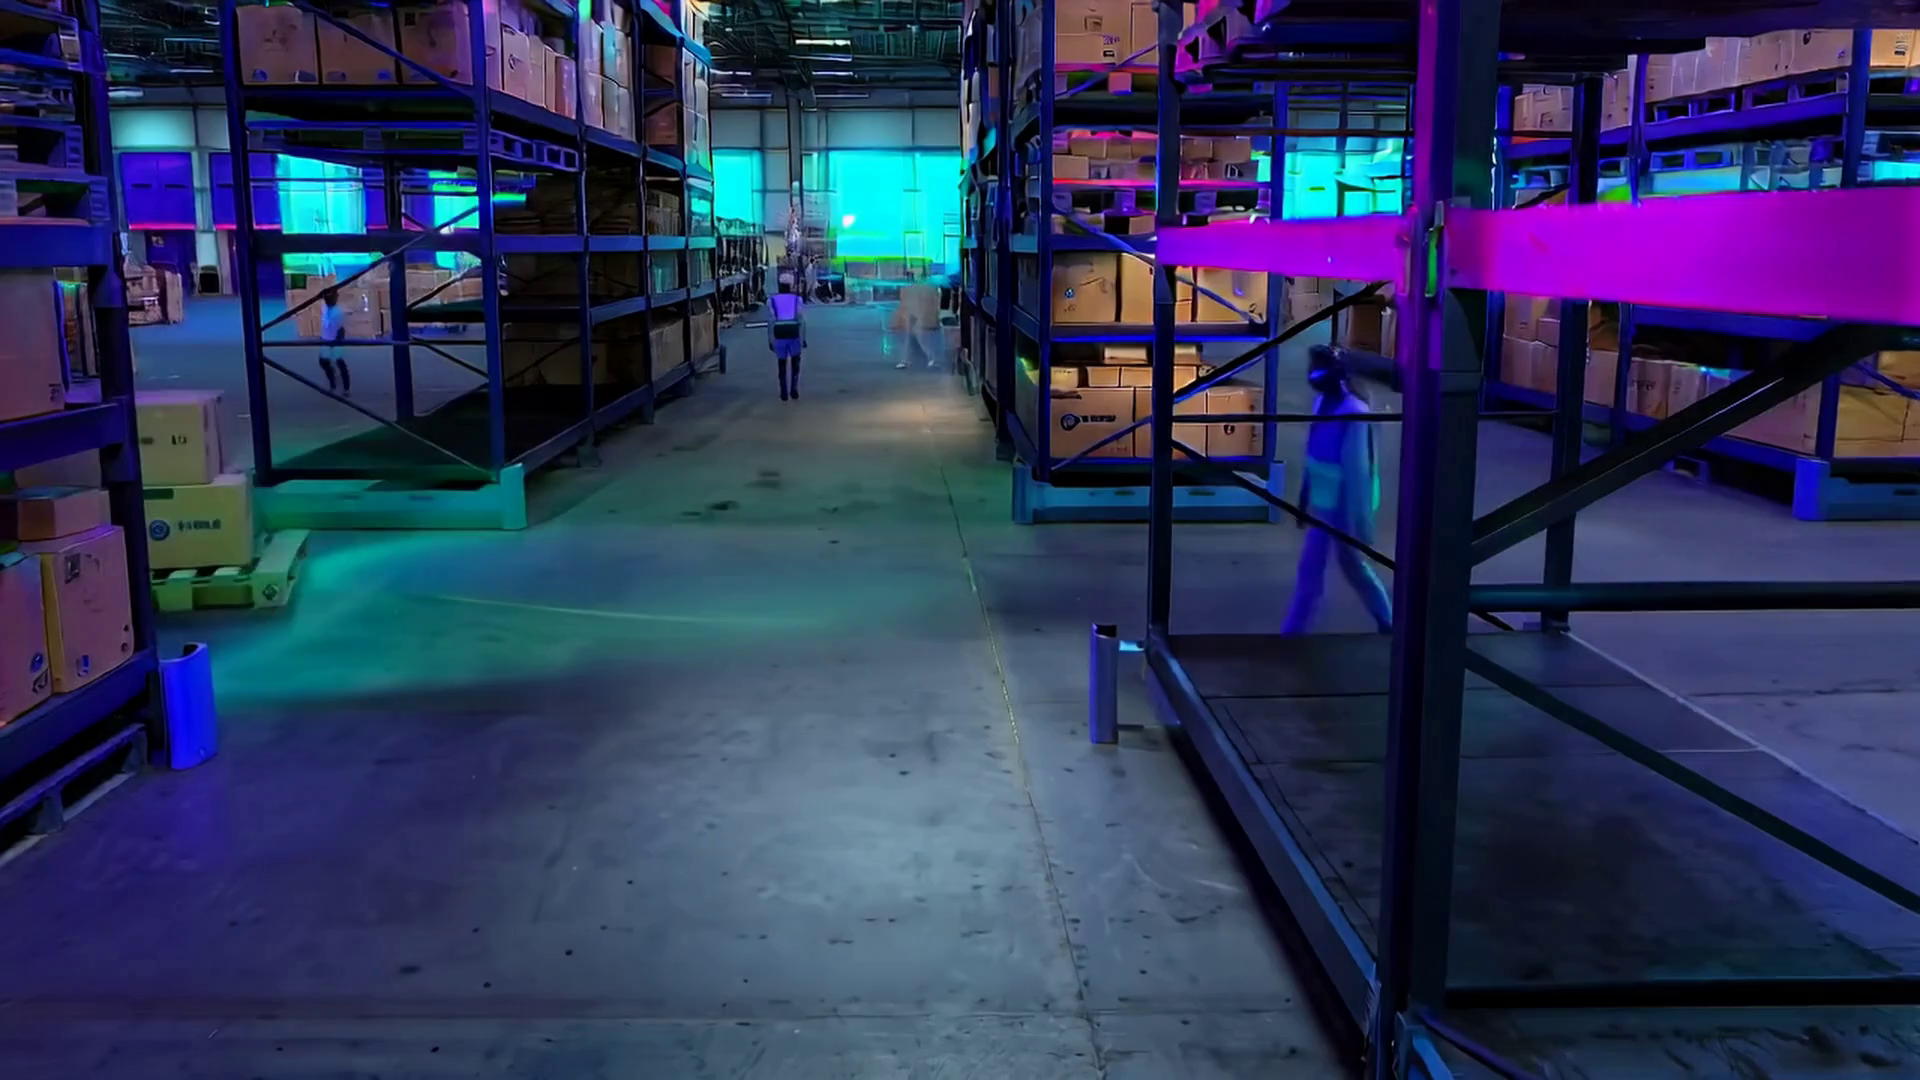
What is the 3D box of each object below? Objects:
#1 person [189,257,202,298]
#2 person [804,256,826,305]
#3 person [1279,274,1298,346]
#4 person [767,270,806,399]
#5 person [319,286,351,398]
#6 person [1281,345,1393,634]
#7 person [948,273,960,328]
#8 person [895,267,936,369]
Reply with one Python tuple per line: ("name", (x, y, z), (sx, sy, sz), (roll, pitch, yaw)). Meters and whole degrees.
("person", (-32.126, -11.021, 69.836), (0.530, 1.689, 0.322), (2, 10, 9))
("person", (-5.456, -9.663, 61.891), (1.024, 1.845, 0.563), (-4, 11, -20))
("person", (7.395, -5.314, 37.455), (0.506, 1.898, 0.617), (4, 11, 21))
("person", (-2.558, -3.014, 24.577), (0.571, 1.923, 0.639), (-1, 10, -7))
("person", (-9.400, -2.954, 24.891), (0.559, 1.677, 0.531), (10, 14, 43))
("person", (2.093, -0.182, 9.180), (0.994, 1.796, 0.592), (-1, 10, -8))
("person", (-0.095, -4.686, 34.525), (0.316, 1.696, 0.540), (-1, 10, -3))
("person", (-0.820, -4.108, 30.822), (0.644, 1.874, 0.885), (7, 13, 36))
